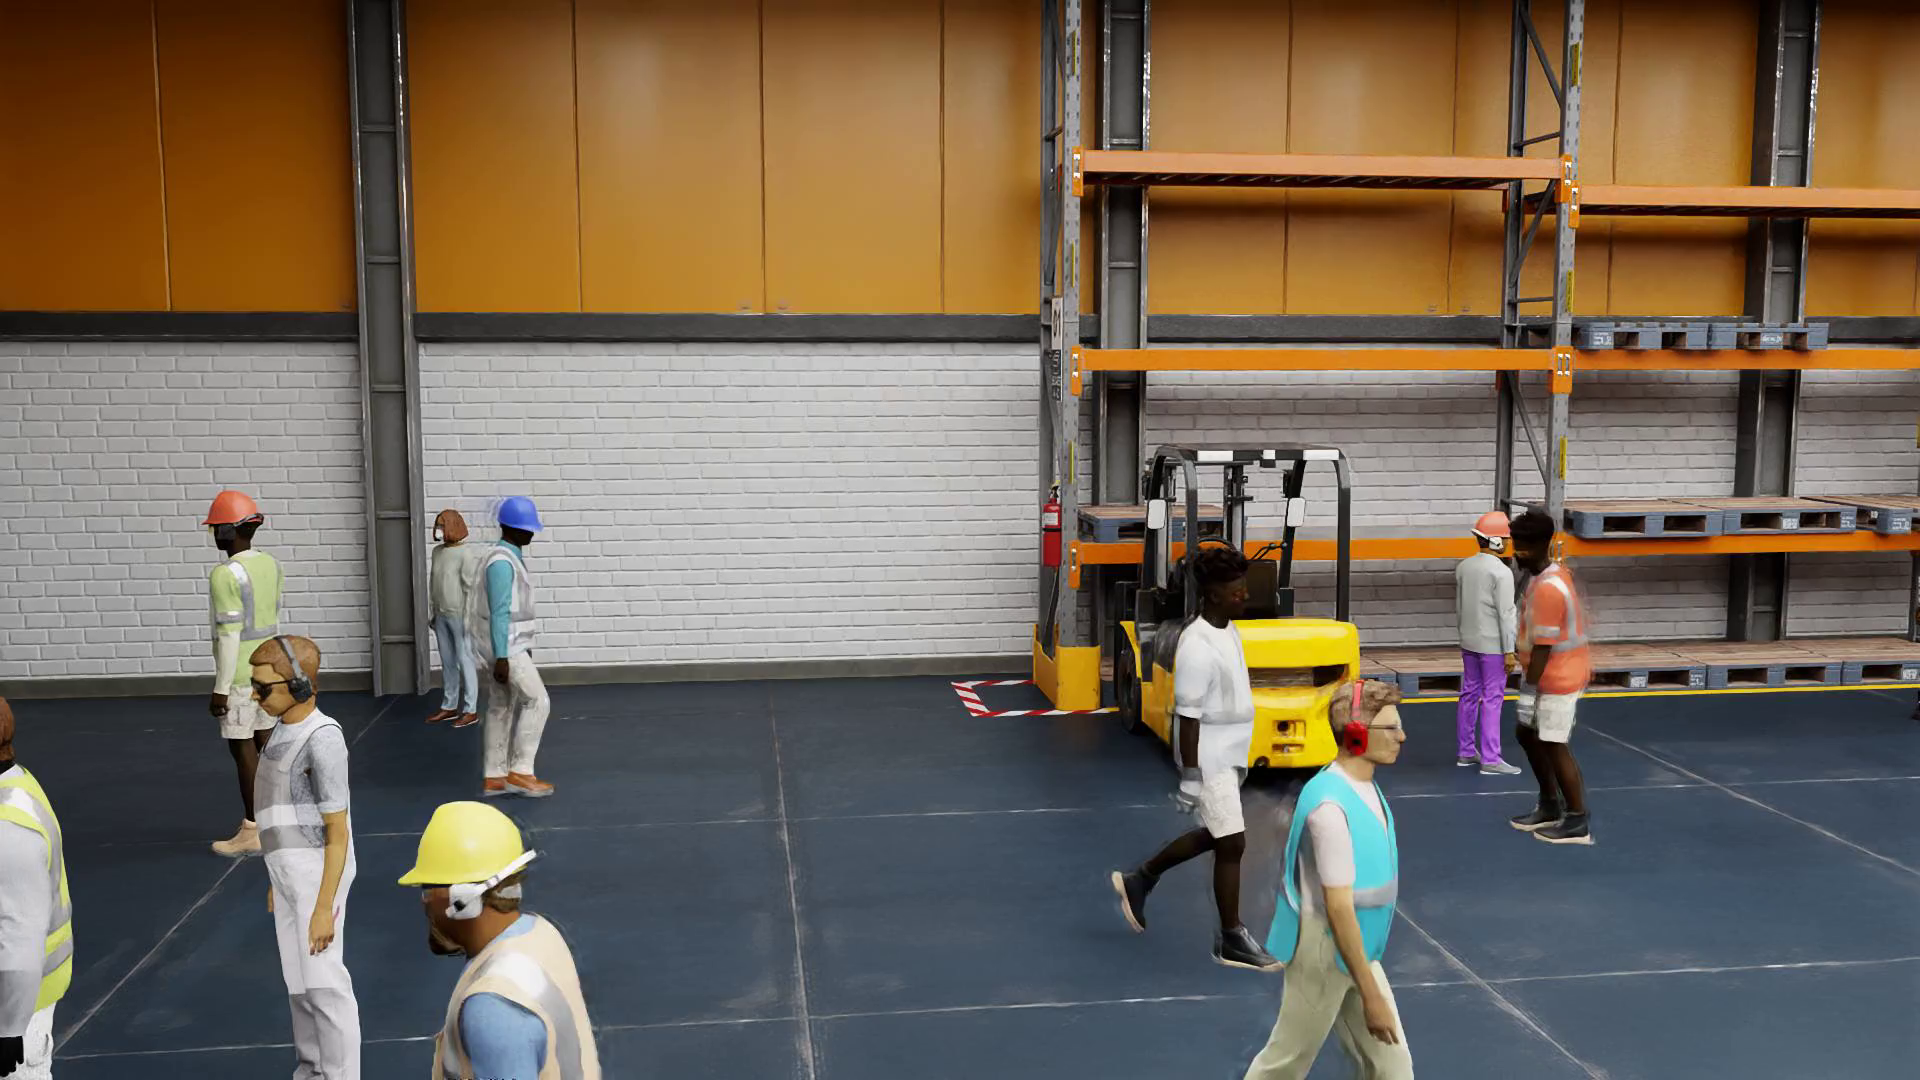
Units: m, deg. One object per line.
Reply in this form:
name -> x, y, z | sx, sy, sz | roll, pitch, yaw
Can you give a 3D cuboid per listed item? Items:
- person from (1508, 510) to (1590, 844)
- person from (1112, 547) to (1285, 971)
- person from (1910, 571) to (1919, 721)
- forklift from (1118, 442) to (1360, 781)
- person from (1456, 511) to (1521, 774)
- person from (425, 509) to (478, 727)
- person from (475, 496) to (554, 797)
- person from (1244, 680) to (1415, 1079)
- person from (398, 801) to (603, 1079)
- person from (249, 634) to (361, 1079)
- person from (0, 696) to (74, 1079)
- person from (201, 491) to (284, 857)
person -> 3.348, 0.789, 9.435 | 0.553, 1.917, 0.651 | 2, 7, 18
person -> 1.105, 0.982, 7.646 | 0.780, 1.948, 0.615 | 2, 7, 19
person -> 7.492, 0.453, 12.453 | 0.590, 1.902, 0.503 | 4, 7, 29
forklift -> 1.912, 0.418, 11.496 | 1.214, 2.155, 2.313 | -1, 7, -8
person -> 3.535, 0.680, 11.111 | 0.329, 1.752, 0.563 | -2, 7, -18
person -> -3.820, 0.580, 12.500 | 0.500, 1.636, 0.284 | 5, 8, 36
person -> -2.762, 0.674, 10.461 | 0.596, 1.909, 0.637 | -1, 7, -13
person -> 1.229, 1.331, 5.228 | 0.986, 1.795, 0.563 | 3, 7, 27
person -> -0.936, 1.492, 3.877 | 0.674, 1.798, 0.610 | -1, 7, -12
person -> -2.316, 1.236, 5.861 | 0.345, 1.843, 0.504 | -6, 9, -41
person -> -2.851, 1.346, 4.901 | 0.429, 1.841, 0.634 | -4, 8, -34
person -> -4.023, 0.742, 9.308 | 0.376, 2.042, 0.615 | 0, 7, 4
